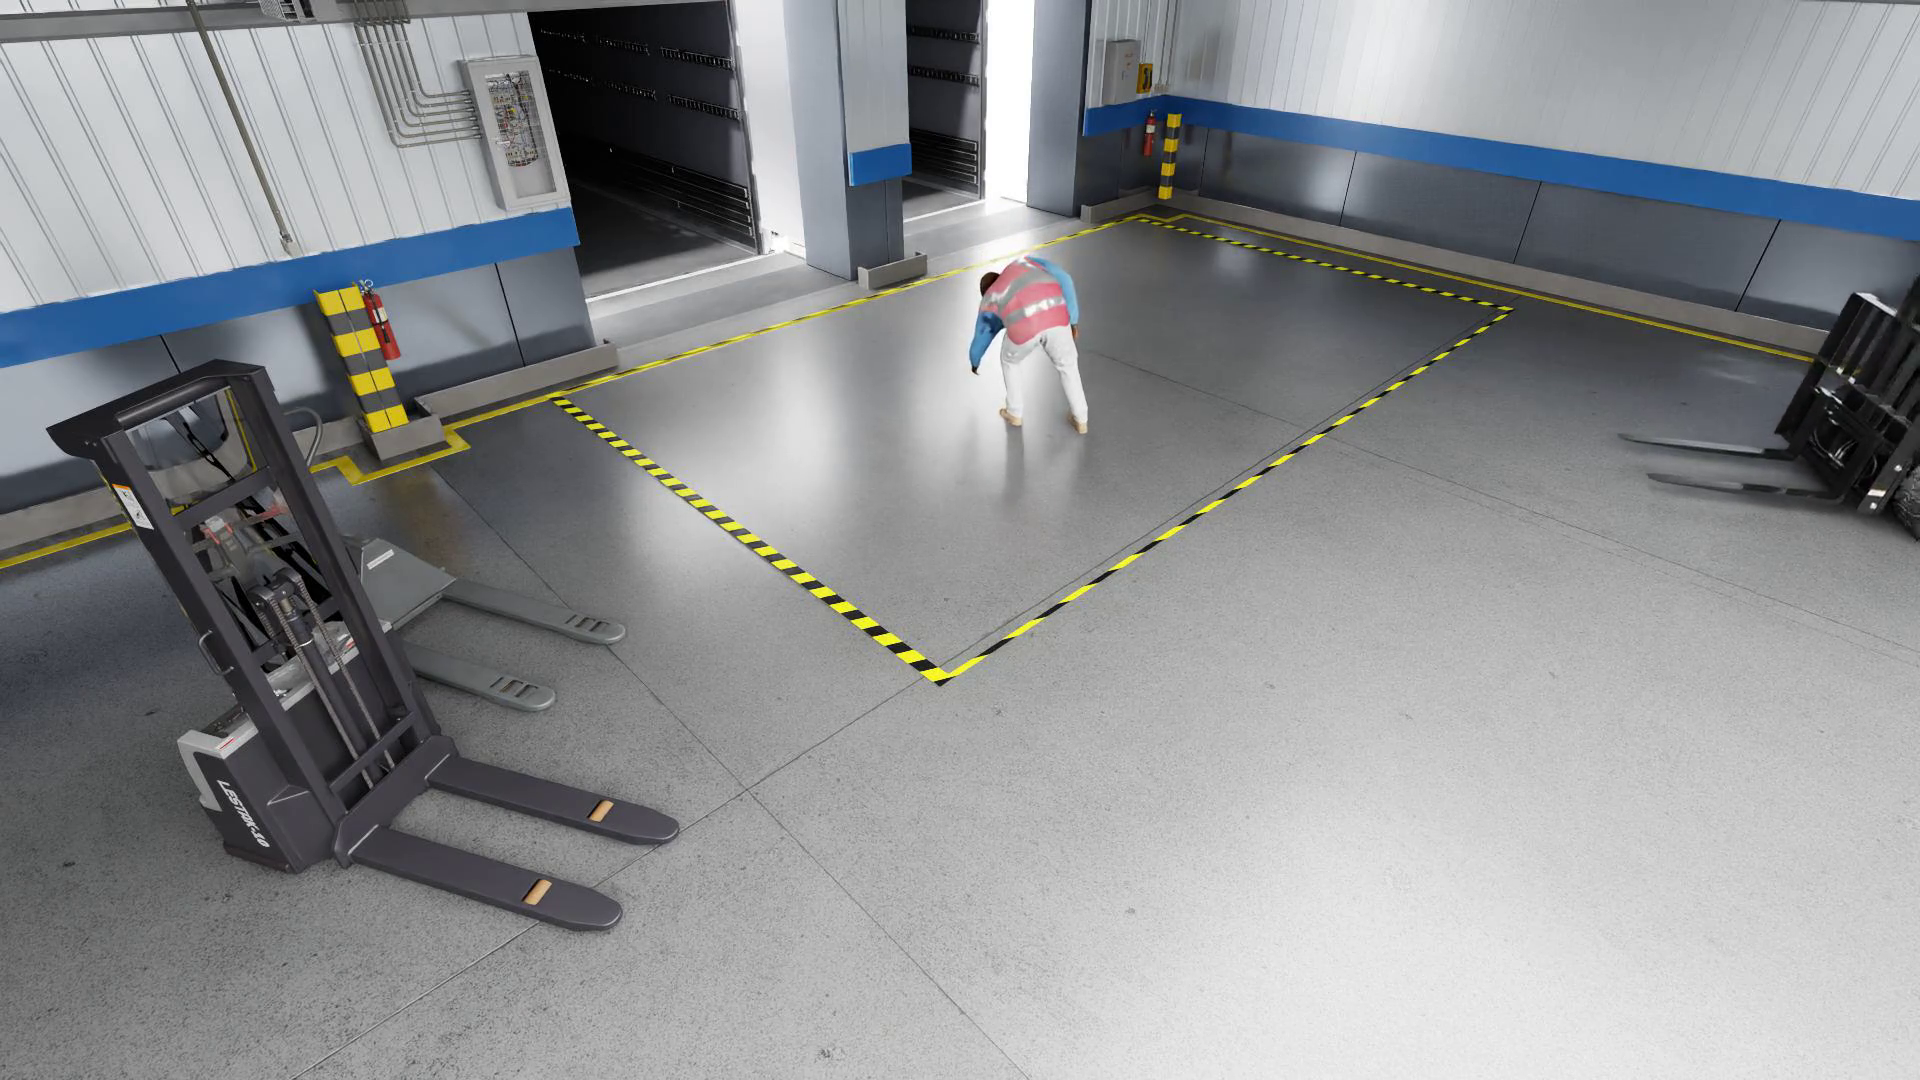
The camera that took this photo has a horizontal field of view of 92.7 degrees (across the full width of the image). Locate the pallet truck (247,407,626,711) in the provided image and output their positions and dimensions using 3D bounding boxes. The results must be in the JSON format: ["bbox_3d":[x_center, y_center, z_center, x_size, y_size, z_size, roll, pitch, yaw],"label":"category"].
[{"bbox_3d":[-2.628,0.038,4.590,1.601,1.201,0.680,12,36,18],"label":"pallet truck"}]

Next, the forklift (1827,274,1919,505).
[{"bbox_3d":[6.966,-1.093,5.266,2.680,2.036,1.157,8,35,12],"label":"forklift"}]

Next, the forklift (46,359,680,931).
[{"bbox_3d":[-2.135,0.422,3.354,1.885,1.965,0.823,10,35,14],"label":"forklift"}]

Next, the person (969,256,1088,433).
[{"bbox_3d":[0.519,-1.469,6.841,0.952,1.250,0.875,4,34,5],"label":"person"}]
